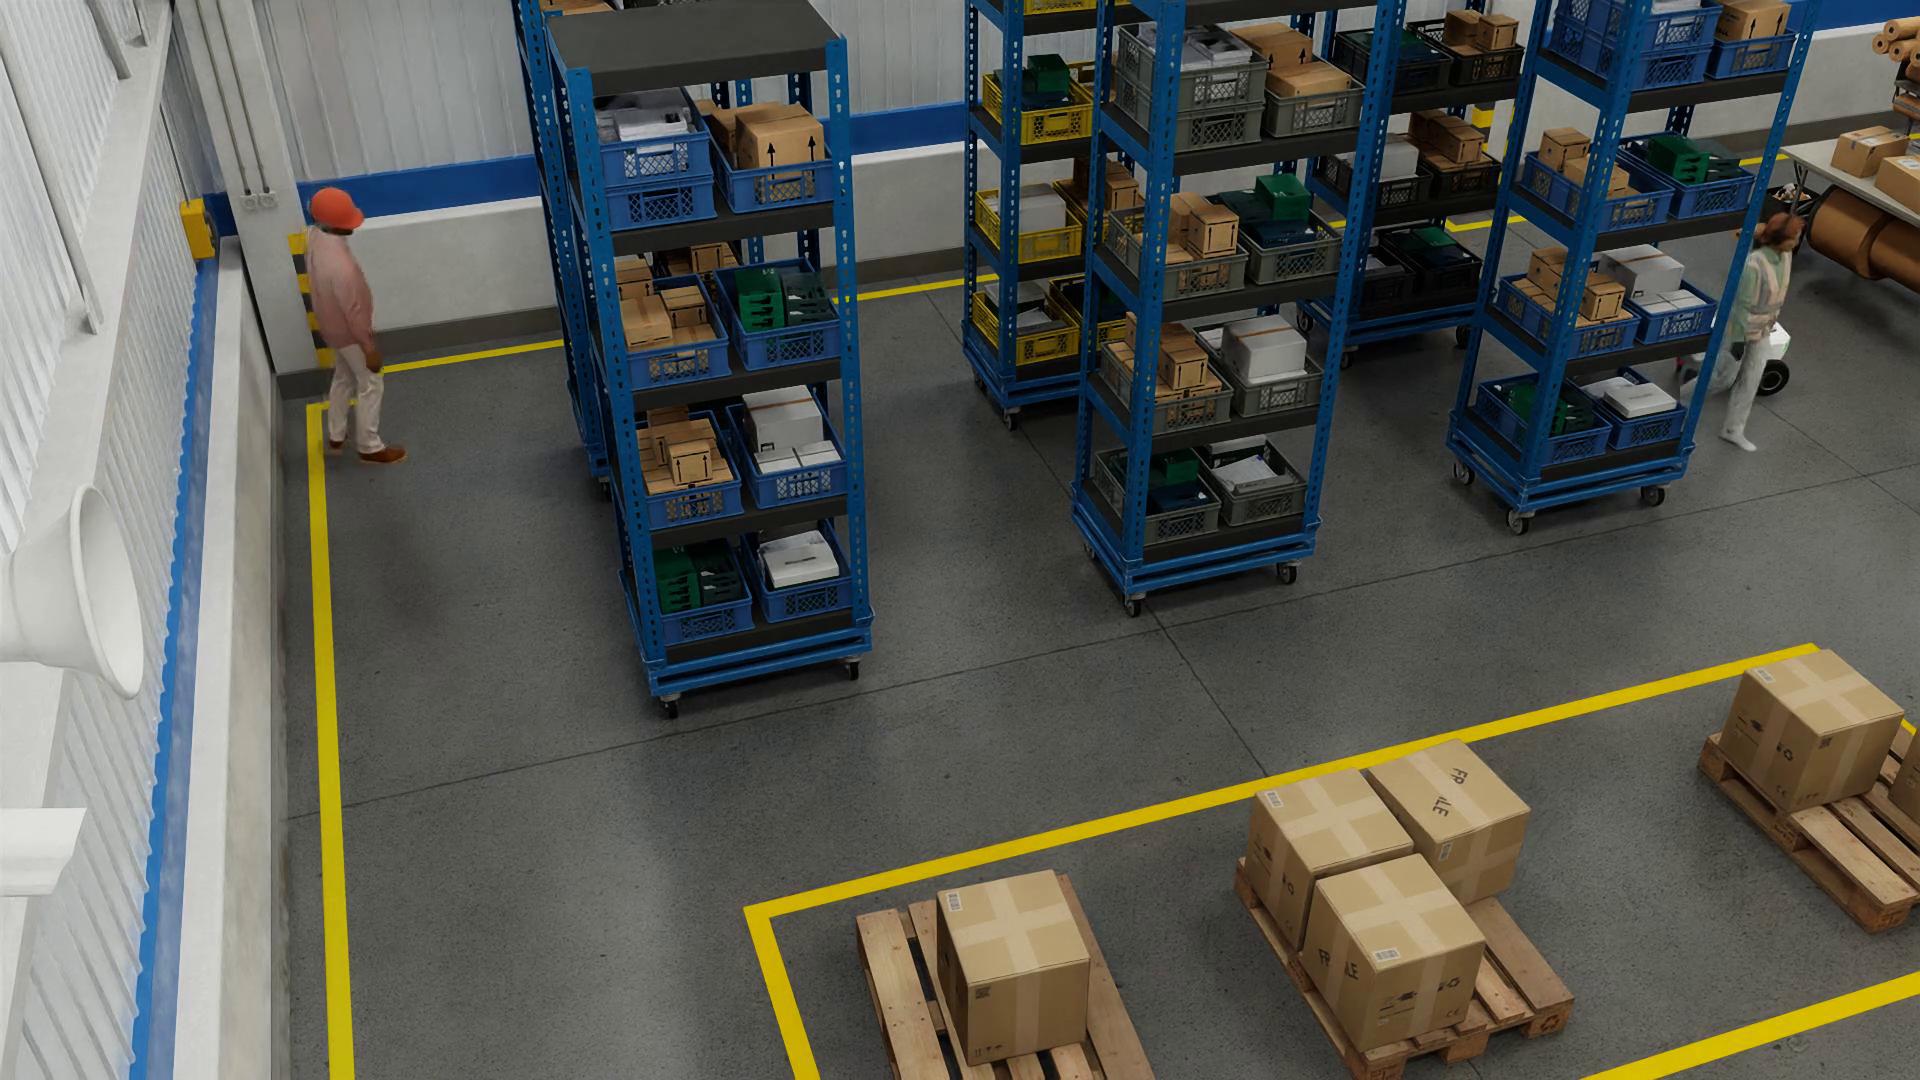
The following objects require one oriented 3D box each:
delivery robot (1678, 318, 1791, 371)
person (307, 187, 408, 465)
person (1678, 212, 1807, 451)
[{"bbox_3d":[5.408,-1.392,11.683,0.707,0.478,0.477,-1,35,-1],"label":"delivery robot"},{"bbox_3d":[-3.912,-1.347,10.510,0.475,1.946,0.788,-21,40,-27],"label":"person"},{"bbox_3d":[5.100,-1.381,10.843,0.534,1.614,0.608,-21,40,-27],"label":"person"}]
